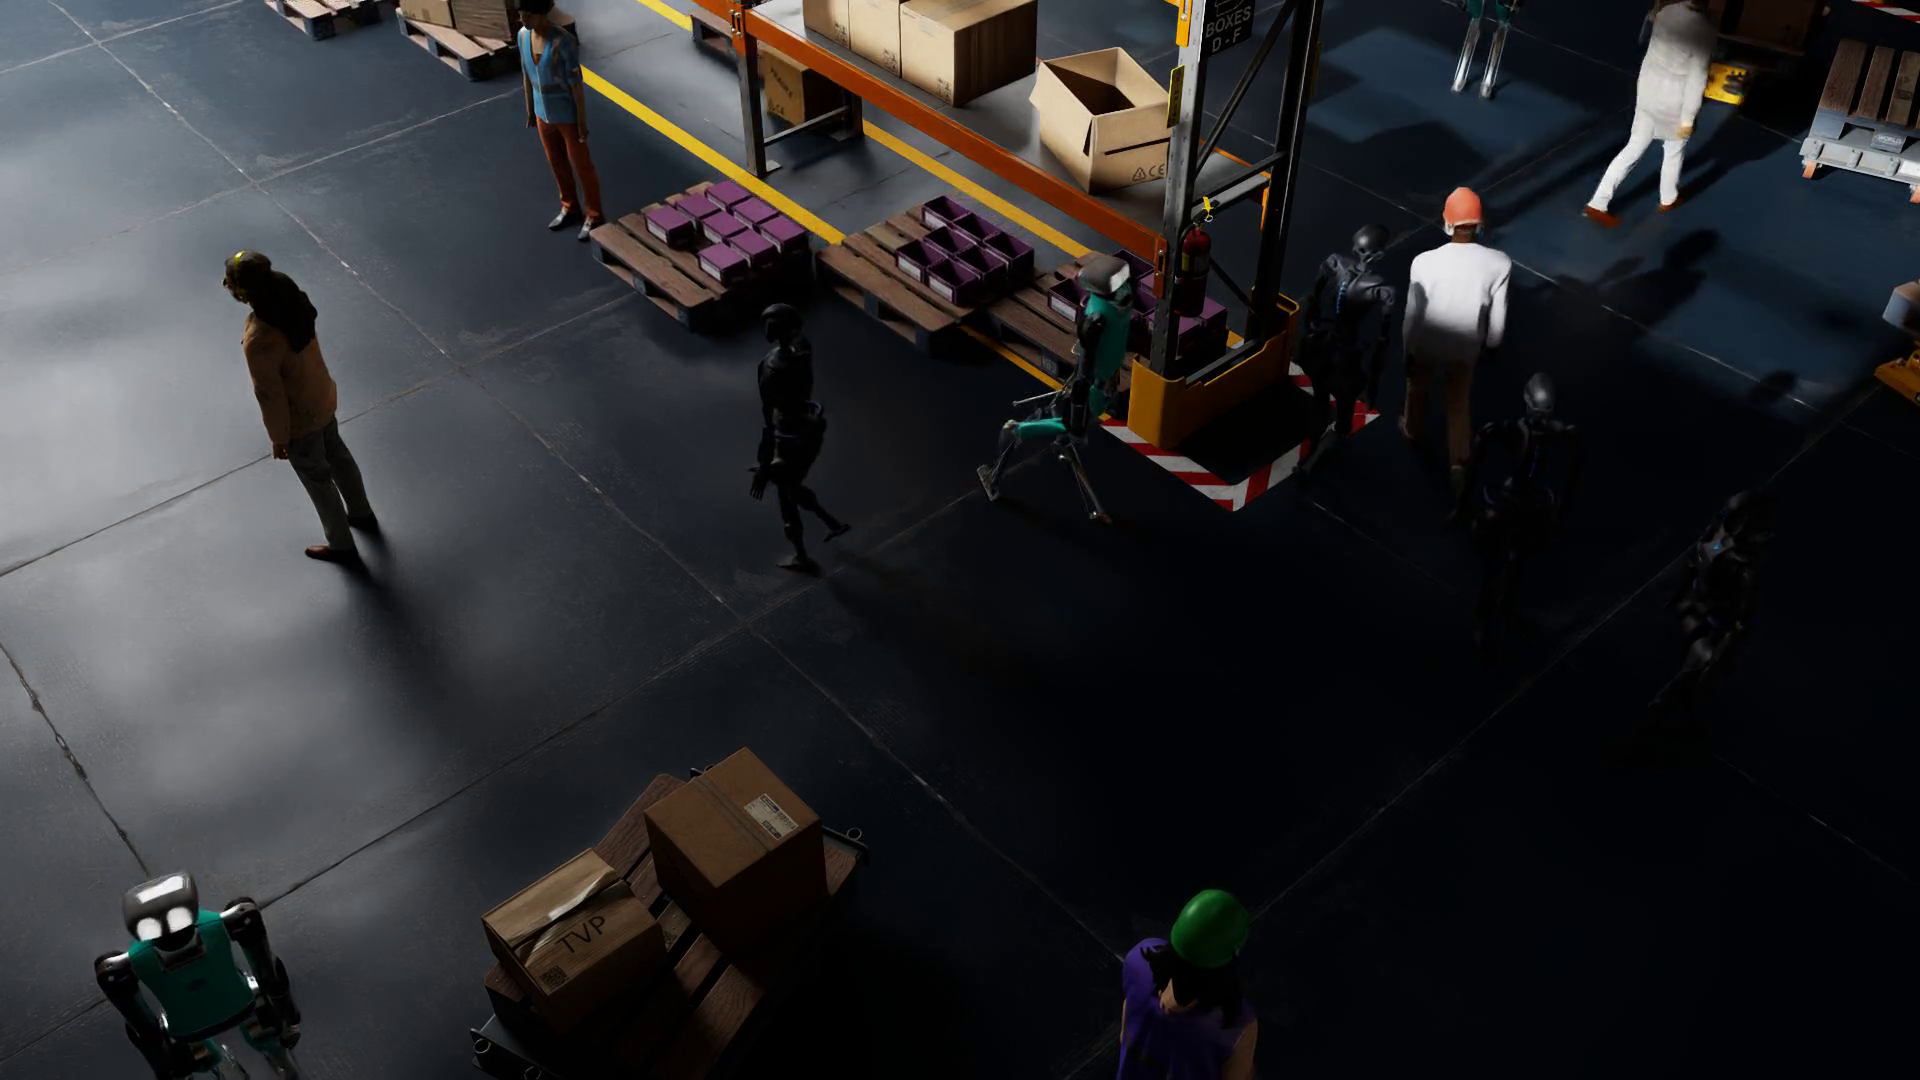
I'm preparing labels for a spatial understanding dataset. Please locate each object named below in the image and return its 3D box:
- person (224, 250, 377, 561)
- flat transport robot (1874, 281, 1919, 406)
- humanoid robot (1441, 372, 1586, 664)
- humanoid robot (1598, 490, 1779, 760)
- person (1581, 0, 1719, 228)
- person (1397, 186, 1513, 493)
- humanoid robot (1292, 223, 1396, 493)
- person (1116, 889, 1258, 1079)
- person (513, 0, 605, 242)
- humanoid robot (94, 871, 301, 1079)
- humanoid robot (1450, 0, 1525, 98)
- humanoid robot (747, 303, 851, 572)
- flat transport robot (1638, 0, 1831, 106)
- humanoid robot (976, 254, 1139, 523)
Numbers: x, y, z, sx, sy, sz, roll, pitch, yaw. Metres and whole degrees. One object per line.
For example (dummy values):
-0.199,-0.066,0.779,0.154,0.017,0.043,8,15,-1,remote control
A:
-3.417,-0.687,8.664,0.390,1.869,0.559,3,43,3,person
6.448,-1.097,10.288,1.431,0.231,0.659,-19,46,-19,flat transport robot
2.715,-0.149,8.230,0.599,1.644,0.626,3,43,4,humanoid robot
3.393,0.397,7.629,0.585,1.641,0.601,-1,43,-1,humanoid robot
4.745,-2.969,11.213,0.894,1.787,0.548,-21,47,-21,person
2.724,-1.074,9.203,0.576,1.706,0.761,1,43,1,person
2.009,-0.987,9.133,0.547,1.643,0.600,-28,50,-27,humanoid robot
0.769,1.875,5.838,0.431,1.924,0.528,-32,51,-30,person
-2.691,-2.846,11.091,0.507,1.758,0.341,20,46,20,person
-2.771,1.722,6.214,0.545,1.888,0.780,-23,47,-23,humanoid robot
4.040,-4.214,12.537,0.531,1.715,0.733,17,45,18,humanoid robot
-0.838,-0.489,8.590,0.435,1.647,0.585,13,44,13,humanoid robot
6.158,-3.933,13.373,0.659,0.231,1.431,24,48,23,flat transport robot
0.453,-0.821,8.926,0.968,1.777,0.541,20,46,20,humanoid robot
